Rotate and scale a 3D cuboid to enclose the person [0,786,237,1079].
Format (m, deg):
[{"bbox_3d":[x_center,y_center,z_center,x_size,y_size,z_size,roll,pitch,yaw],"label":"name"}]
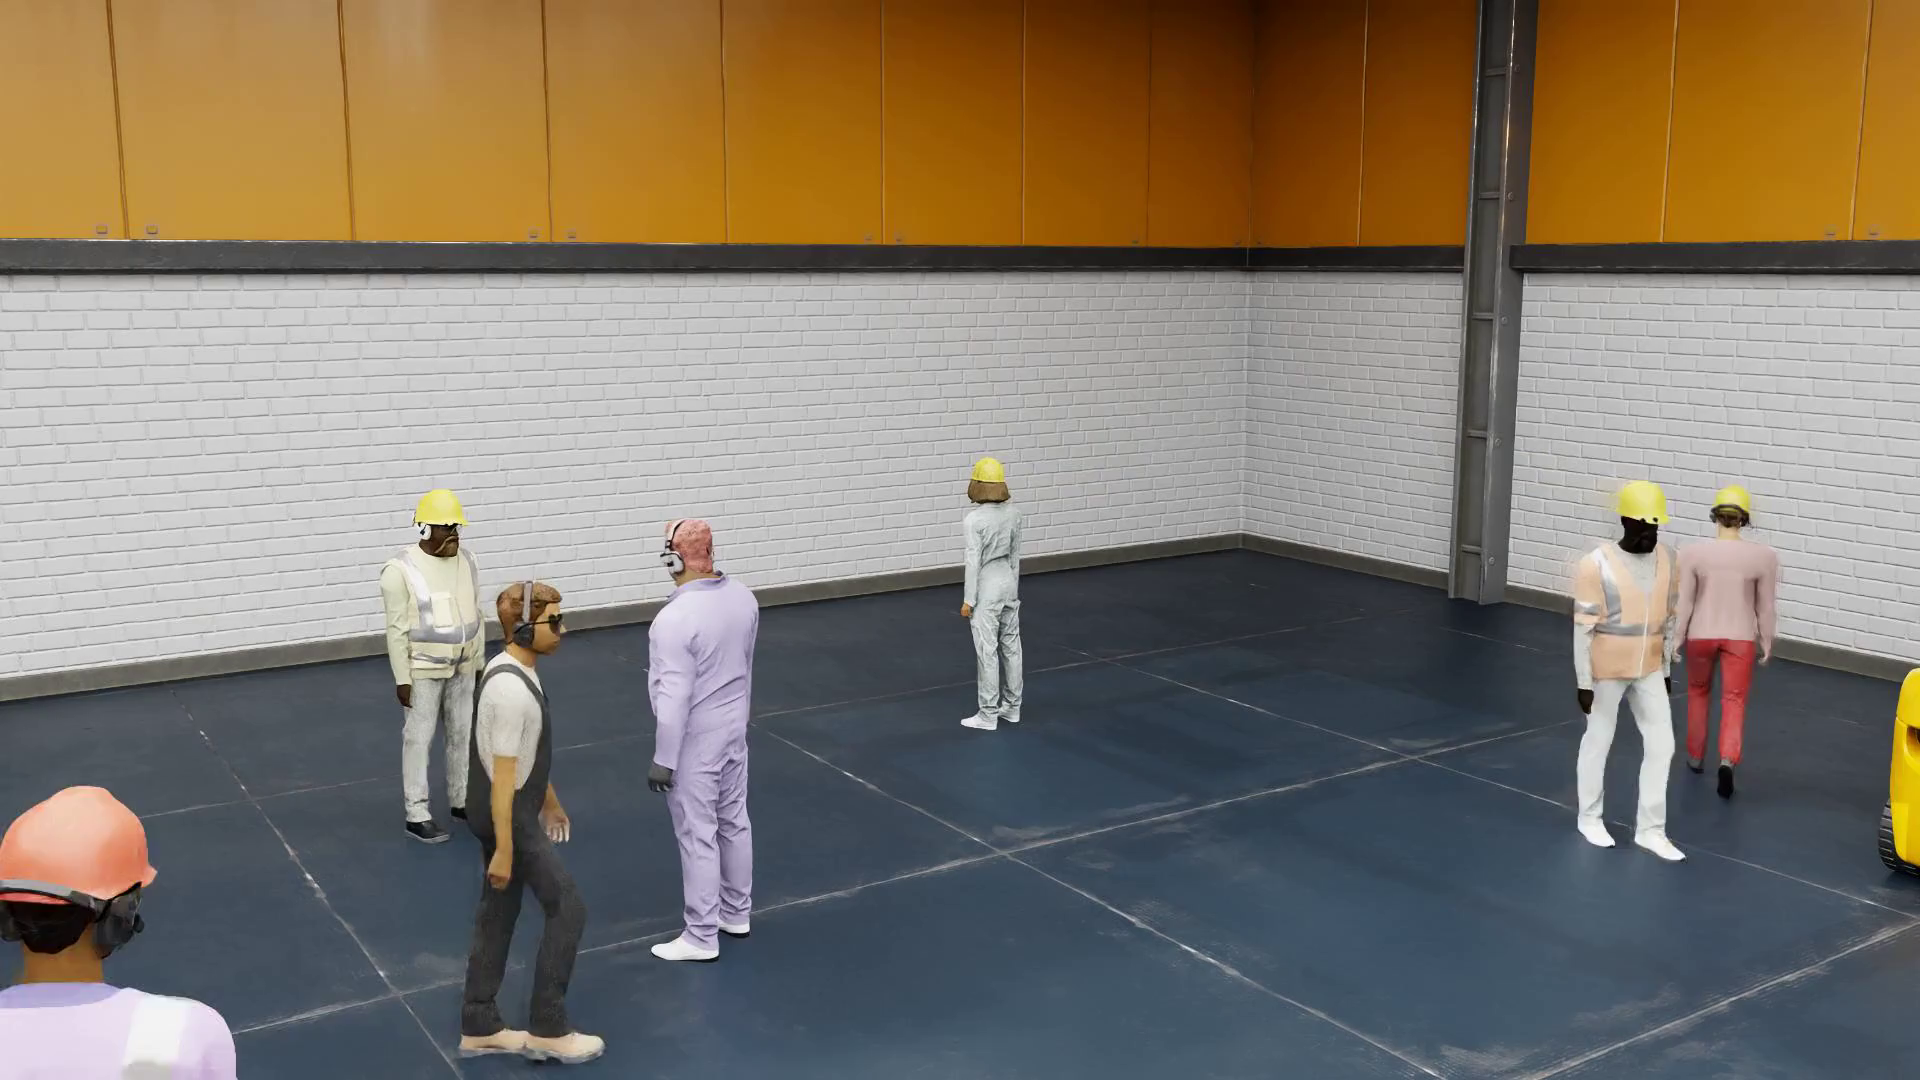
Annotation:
[{"bbox_3d":[-1.612,1.462,3.058,0.656,2.019,0.545,-1,9,-7],"label":"person"}]

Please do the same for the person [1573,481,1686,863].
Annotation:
[{"bbox_3d":[3.366,0.657,8.266,0.628,1.896,0.769,-2,10,-13],"label":"person"}]

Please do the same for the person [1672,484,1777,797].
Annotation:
[{"bbox_3d":[4.315,0.548,9.420,0.528,1.727,0.813,4,10,23],"label":"person"}]

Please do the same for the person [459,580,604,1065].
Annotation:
[{"bbox_3d":[-1.586,1.049,6.149,0.666,1.822,0.519,-3,10,-20],"label":"person"}]

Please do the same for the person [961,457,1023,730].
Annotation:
[{"bbox_3d":[0.189,0.340,10.651,0.486,1.744,0.310,-9,13,-44],"label":"person"}]

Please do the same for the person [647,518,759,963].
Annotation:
[{"bbox_3d":[-1.126,0.849,7.120,0.406,1.902,0.636,4,10,24],"label":"person"}]

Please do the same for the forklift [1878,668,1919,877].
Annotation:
[{"bbox_3d":[5.511,0.571,7.906,2.313,2.155,1.214,-6,11,-33],"label":"forklift"}]

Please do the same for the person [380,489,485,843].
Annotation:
[{"bbox_3d":[-2.687,0.641,8.613,0.403,1.825,0.595,6,11,34],"label":"person"}]
